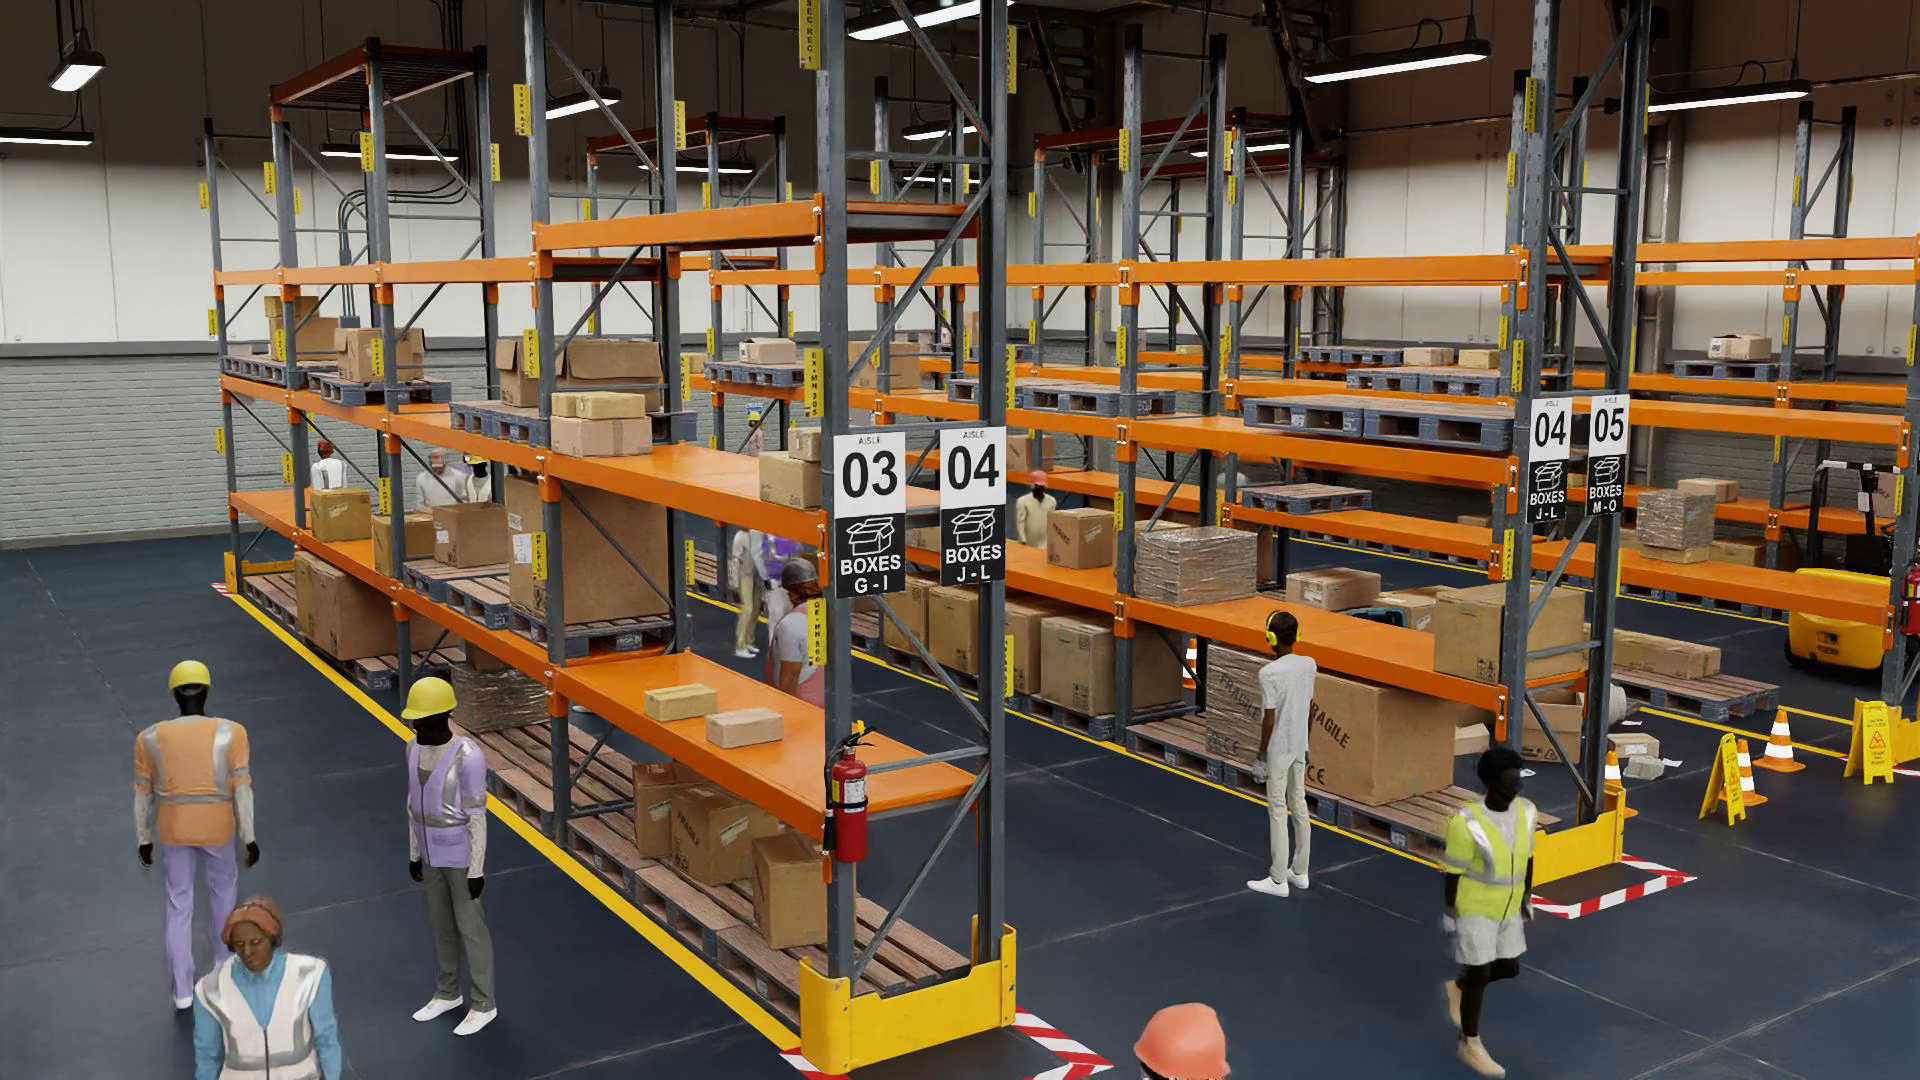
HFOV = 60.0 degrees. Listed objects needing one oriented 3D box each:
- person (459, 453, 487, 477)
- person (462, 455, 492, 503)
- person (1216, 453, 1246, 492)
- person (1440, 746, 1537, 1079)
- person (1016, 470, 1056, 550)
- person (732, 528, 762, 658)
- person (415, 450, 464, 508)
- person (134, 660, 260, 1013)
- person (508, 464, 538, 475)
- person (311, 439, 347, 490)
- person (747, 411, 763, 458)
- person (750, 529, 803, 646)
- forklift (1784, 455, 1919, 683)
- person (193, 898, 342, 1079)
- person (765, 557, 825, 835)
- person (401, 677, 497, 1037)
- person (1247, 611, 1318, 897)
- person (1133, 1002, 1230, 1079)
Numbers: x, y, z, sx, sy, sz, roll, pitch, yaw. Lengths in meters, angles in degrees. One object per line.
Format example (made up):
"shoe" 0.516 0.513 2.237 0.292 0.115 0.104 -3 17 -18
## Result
"person" -7.172 -0.563 24.467 0.500 1.632 0.283 3 9 19
"person" -6.036 -0.201 21.077 0.589 1.927 0.388 2 9 11
"person" 3.711 -0.372 22.845 0.576 1.732 0.651 -5 10 -32
"person" 2.606 1.819 8.403 0.552 1.683 0.527 -4 9 -25
"person" 0.925 -0.025 20.621 0.559 1.717 0.862 -3 9 -17
"person" -2.219 0.439 17.861 0.414 1.611 0.545 5 10 29
"person" -6.691 -0.230 21.467 0.664 1.863 0.686 0 9 -1
"person" -4.247 1.600 9.296 0.642 1.855 0.936 -2 9 -14
"person" -5.901 -0.503 22.919 0.642 1.979 1.069 -3 9 -22
"person" -8.697 -0.462 22.960 0.339 1.882 0.581 4 10 26
"person" -3.648 -1.415 29.694 0.309 1.769 0.523 -3 9 -21
"person" -1.923 0.392 17.560 0.470 1.802 0.668 8 12 43
"forklift" 9.643 0.253 17.172 2.313 2.155 1.214 -6 10 -33
"person" -2.663 2.149 6.433 0.524 1.620 0.454 -3 9 -20
"person" -1.143 1.115 11.937 0.537 2.000 0.678 5 10 30
"person" -2.719 1.653 8.778 0.585 1.918 0.410 6 10 34
"person" 2.088 1.377 10.784 0.523 1.865 0.329 -6 11 -37
"person" 0.549 2.246 4.816 0.568 1.925 0.419 6 11 36
